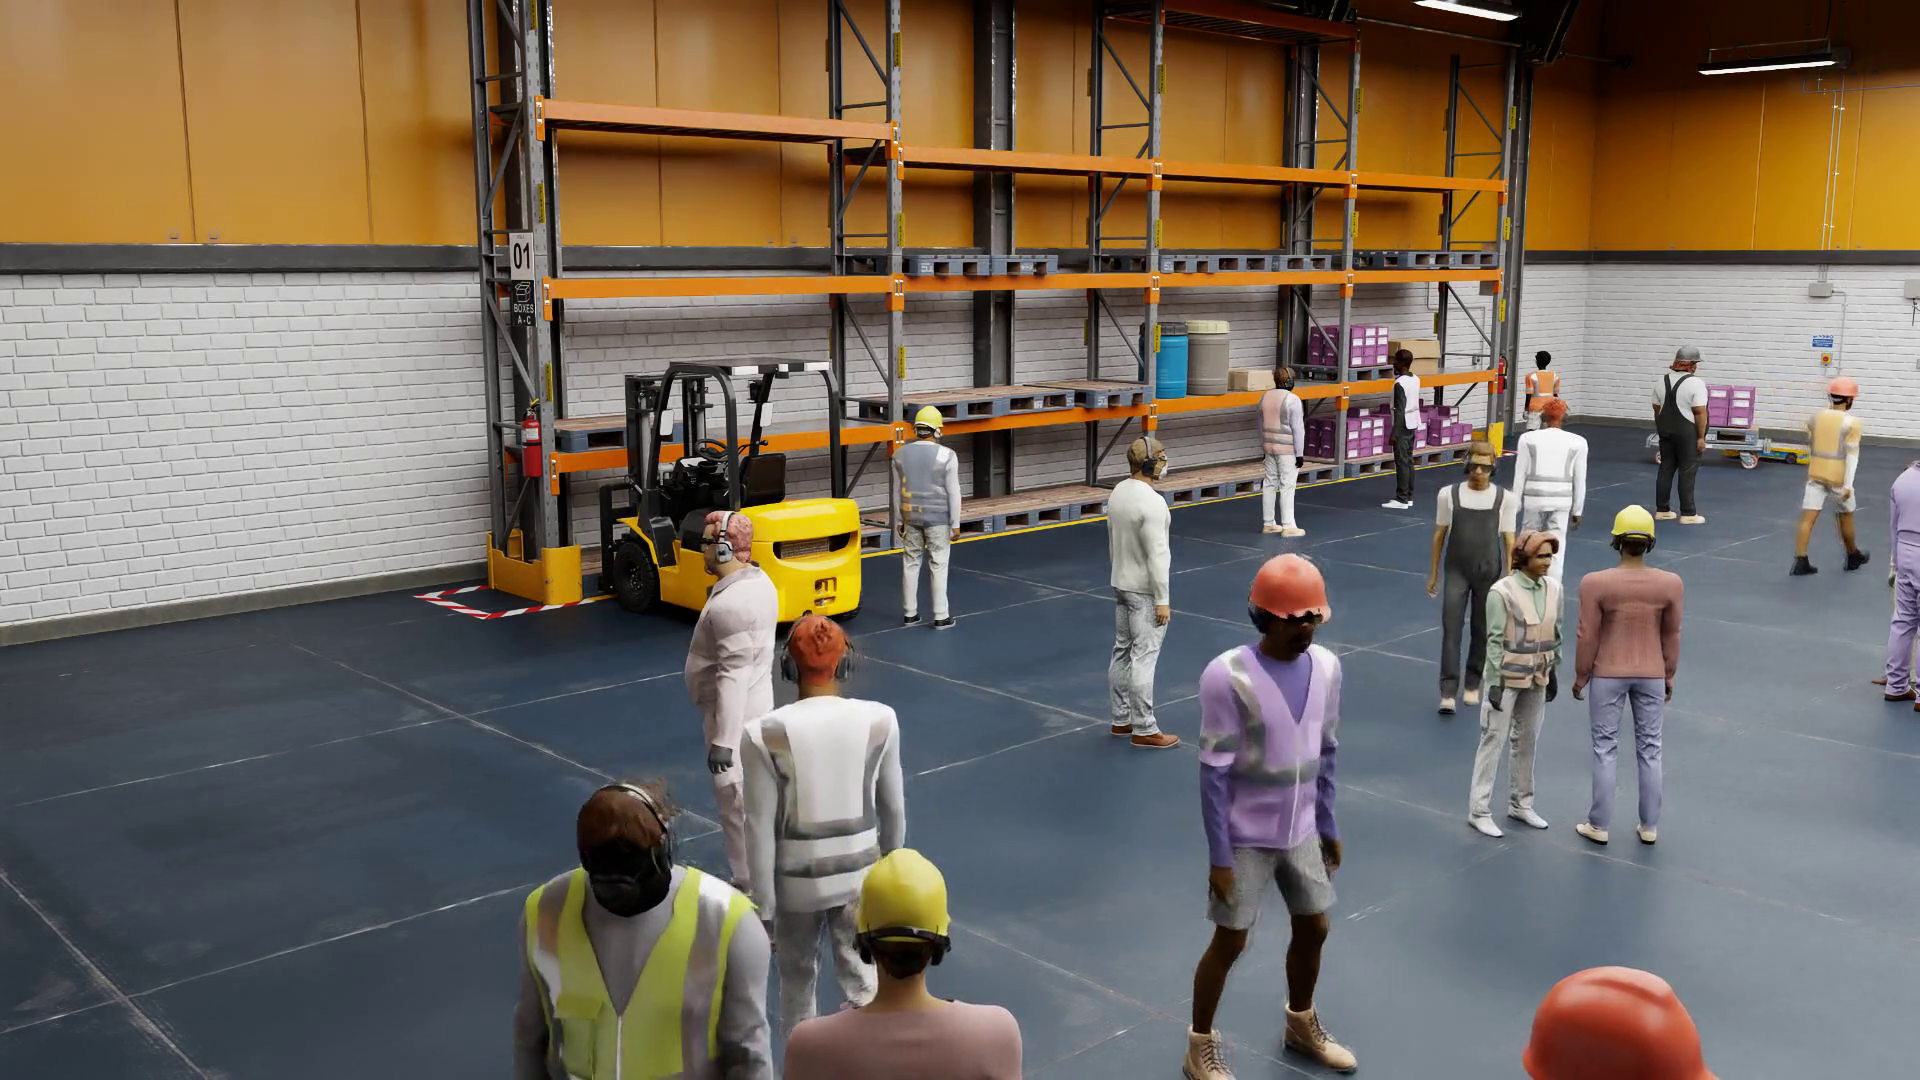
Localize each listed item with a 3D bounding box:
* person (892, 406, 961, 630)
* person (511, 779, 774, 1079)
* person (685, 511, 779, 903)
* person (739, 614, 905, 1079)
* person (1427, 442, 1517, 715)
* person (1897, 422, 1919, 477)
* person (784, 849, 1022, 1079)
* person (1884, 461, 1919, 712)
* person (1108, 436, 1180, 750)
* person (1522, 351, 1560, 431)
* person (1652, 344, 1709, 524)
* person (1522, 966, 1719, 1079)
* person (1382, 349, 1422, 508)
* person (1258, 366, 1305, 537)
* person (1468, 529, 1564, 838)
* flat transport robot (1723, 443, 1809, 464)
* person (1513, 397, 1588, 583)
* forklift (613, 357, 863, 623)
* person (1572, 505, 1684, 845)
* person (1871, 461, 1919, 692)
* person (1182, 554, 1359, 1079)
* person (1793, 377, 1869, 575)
[{"bbox_3d":[-0.257,-0.180,13.573,0.595,1.823,0.403,4,11,23],"label":"person"},{"bbox_3d":[-0.769,1.448,4.044,0.667,1.824,0.434,1,10,4],"label":"person"},{"bbox_3d":[-1.033,0.812,7.518,0.409,1.906,0.651,1,10,4],"label":"person"},{"bbox_3d":[-0.426,1.176,5.598,0.587,1.845,0.954,-3,10,-19],"label":"person"},{"bbox_3d":[3.376,0.267,10.988,0.551,1.805,0.902,3,10,16],"label":"person"},{"bbox_3d":[12.904,-1.604,21.904,0.967,1.819,0.512,2,10,11],"label":"person"},{"bbox_3d":[-0.123,1.542,3.656,0.526,1.768,0.331,-2,10,-9],"label":"person"},{"bbox_3d":[6.498,0.198,11.115,0.408,1.908,0.641,-1,10,-7],"label":"person"},{"bbox_3d":[1.125,0.323,10.290,0.372,1.940,0.630,-4,10,-21],"label":"person"},{"bbox_3d":[8.257,-1.840,23.653,0.536,1.696,0.322,-2,10,-10],"label":"person"},{"bbox_3d":[8.278,-1.216,19.000,0.535,2.000,0.674,-5,11,-25],"label":"person"},{"bbox_3d":[1.012,1.616,2.719,0.354,1.939,0.545,5,11,27],"label":"person"},{"bbox_3d":[5.351,-1.338,20.065,0.391,1.920,0.587,6,11,32],"label":"person"},{"bbox_3d":[3.516,-0.961,18.084,0.429,1.846,0.625,-6,12,-33],"label":"person"},{"bbox_3d":[2.936,0.746,8.731,0.515,1.630,0.322,-4,11,-25],"label":"person"},{"bbox_3d":[12.204,-1.308,24.712,0.652,0.197,1.431,-7,12,-35],"label":"flat transport robot"},{"bbox_3d":[4.982,-0.279,14.081,0.590,1.857,0.483,3,10,17],"label":"person"},{"bbox_3d":[-1.847,-0.414,13.852,1.214,2.155,2.313,-9,13,-42],"label":"forklift"},{"bbox_3d":[3.428,0.700,8.581,0.526,1.769,0.328,1,10,5],"label":"person"},{"bbox_3d":[6.613,0.262,11.535,0.266,1.631,0.507,0,10,1],"label":"person"},{"bbox_3d":[1.164,1.034,5.982,0.720,2.015,0.478,-5,11,-29],"label":"person"},{"bbox_3d":[8.374,-0.610,15.901,0.985,1.883,0.549,-6,12,-33],"label":"person"}]
